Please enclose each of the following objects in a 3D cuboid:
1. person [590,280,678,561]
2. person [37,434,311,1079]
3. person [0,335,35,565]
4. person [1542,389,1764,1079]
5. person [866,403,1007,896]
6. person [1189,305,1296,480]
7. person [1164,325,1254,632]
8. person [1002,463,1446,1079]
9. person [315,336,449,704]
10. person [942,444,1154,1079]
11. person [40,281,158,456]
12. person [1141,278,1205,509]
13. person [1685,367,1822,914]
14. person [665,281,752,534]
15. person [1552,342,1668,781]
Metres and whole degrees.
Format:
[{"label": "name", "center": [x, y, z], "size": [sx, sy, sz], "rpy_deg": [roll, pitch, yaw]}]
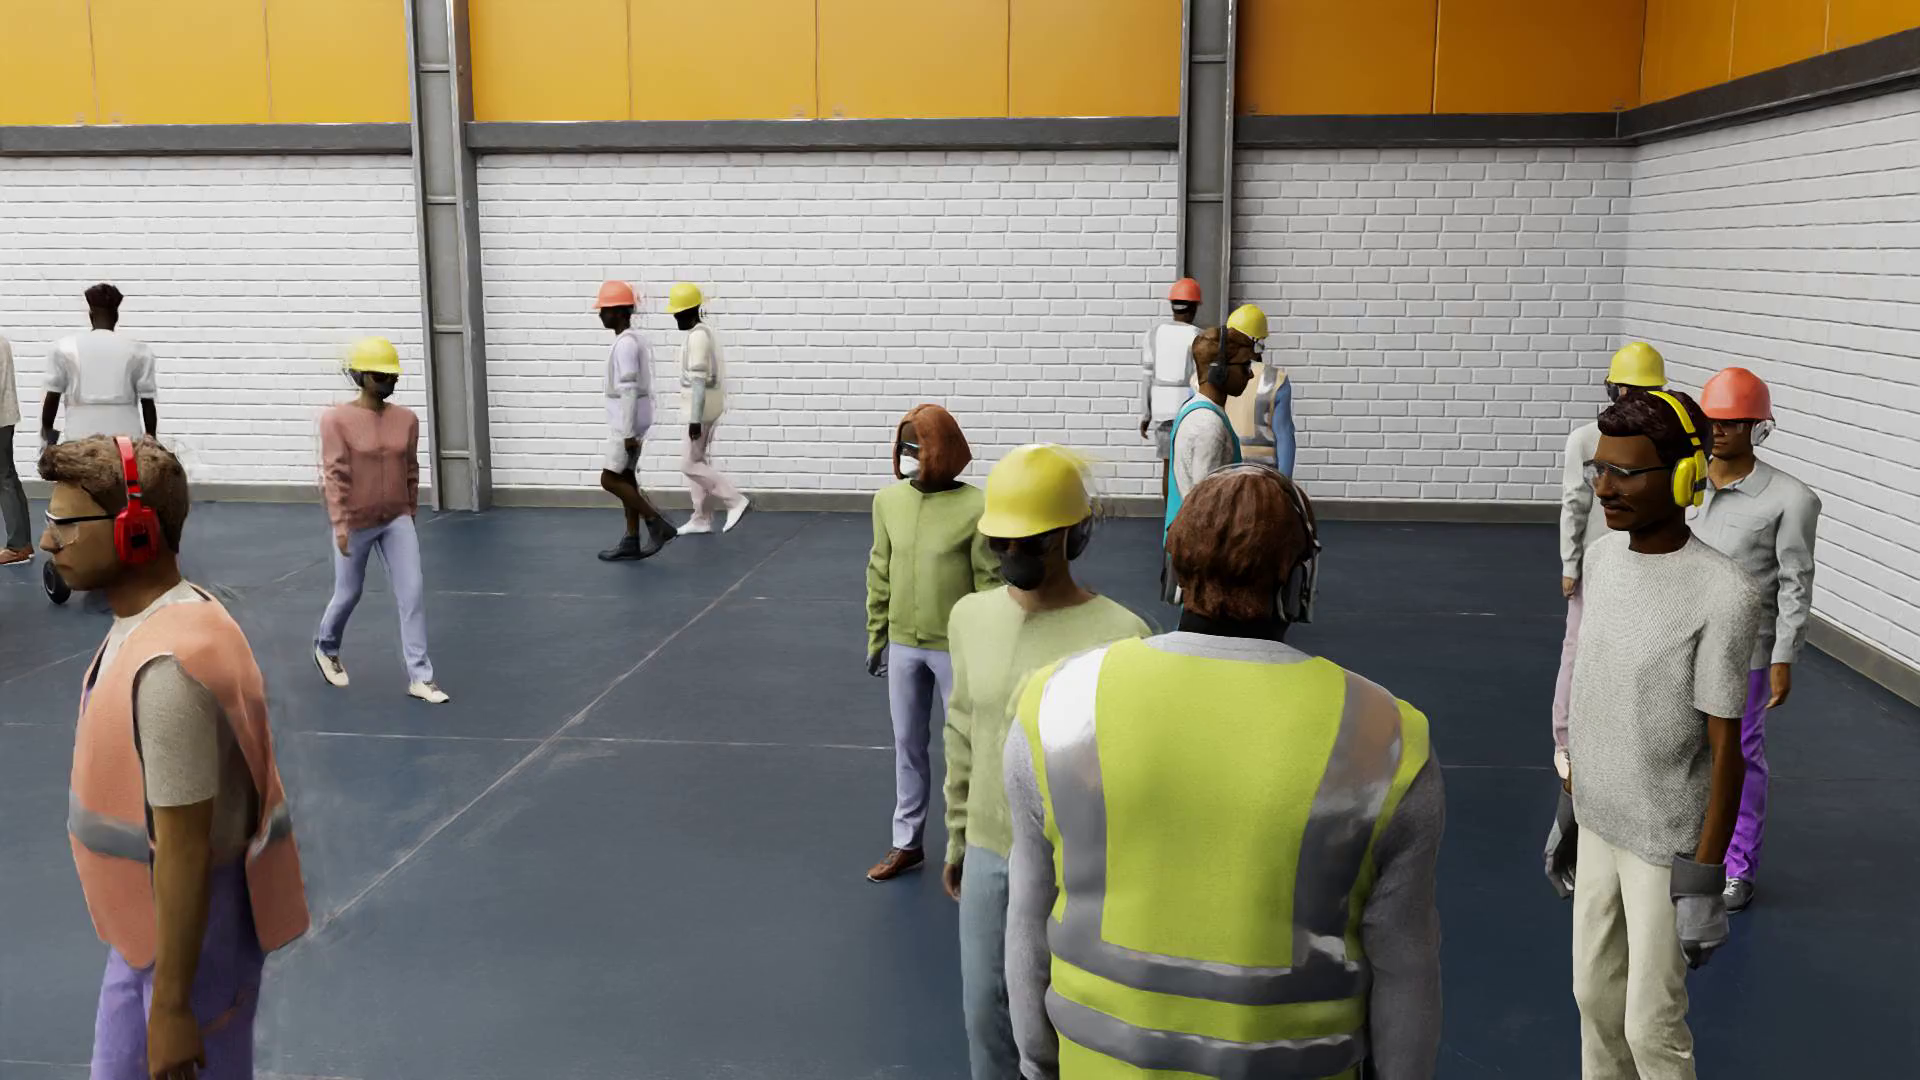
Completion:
[{"label": "person", "center": [-2.249, -0.792, 11.289], "size": [0.476, 1.920, 0.551], "rpy_deg": [-1, 10, -4]}, {"label": "person", "center": [-1.340, 0.705, 3.003], "size": [0.792, 1.823, 0.580], "rpy_deg": [-6, 12, -31]}, {"label": "person", "center": [-6.533, -0.759, 11.251], "size": [0.309, 1.868, 0.535], "rpy_deg": [-3, 10, -18]}, {"label": "person", "center": [1.368, 0.620, 3.399], "size": [0.334, 1.860, 0.507], "rpy_deg": [-2, 10, -13]}, {"label": "person", "center": [-0.090, 0.363, 5.499], "size": [0.505, 1.631, 0.278], "rpy_deg": [5, 11, 29]}, {"label": "person", "center": [1.532, -0.350, 9.009], "size": [0.590, 1.833, 0.403], "rpy_deg": [5, 11, 28]}, {"label": "person", "center": [0.978, 0.078, 6.562], "size": [0.346, 1.838, 0.500], "rpy_deg": [1, 10, 4]}, {"label": "person", "center": [0.377, 0.799, 2.458], "size": [0.636, 1.830, 0.429], "rpy_deg": [3, 10, 16]}, {"label": "person", "center": [-2.822, -0.108, 7.913], "size": [0.845, 1.732, 0.526], "rpy_deg": [9, 13, 42]}, {"label": "person", "center": [0.218, 0.648, 3.552], "size": [0.530, 1.745, 0.667], "rpy_deg": [8, 12, 37]}, {"label": "person", "center": [-5.332, -0.631, 10.338], "size": [0.686, 1.933, 0.739], "rpy_deg": [-6, 11, -29]}, {"label": "person", "center": [1.587, -0.913, 11.975], "size": [0.563, 1.920, 0.445], "rpy_deg": [6, 12, 32]}, {"label": "person", "center": [2.450, 0.318, 5.403], "size": [0.323, 1.755, 0.563], "rpy_deg": [-8, 13, -37]}, {"label": "person", "center": [-1.886, -0.953, 12.259], "size": [0.519, 1.898, 0.635], "rpy_deg": [-1, 10, -8]}, {"label": "person", "center": [2.646, 0.097, 6.642], "size": [0.526, 1.768, 0.331], "rpy_deg": [-2, 10, -10]}]
